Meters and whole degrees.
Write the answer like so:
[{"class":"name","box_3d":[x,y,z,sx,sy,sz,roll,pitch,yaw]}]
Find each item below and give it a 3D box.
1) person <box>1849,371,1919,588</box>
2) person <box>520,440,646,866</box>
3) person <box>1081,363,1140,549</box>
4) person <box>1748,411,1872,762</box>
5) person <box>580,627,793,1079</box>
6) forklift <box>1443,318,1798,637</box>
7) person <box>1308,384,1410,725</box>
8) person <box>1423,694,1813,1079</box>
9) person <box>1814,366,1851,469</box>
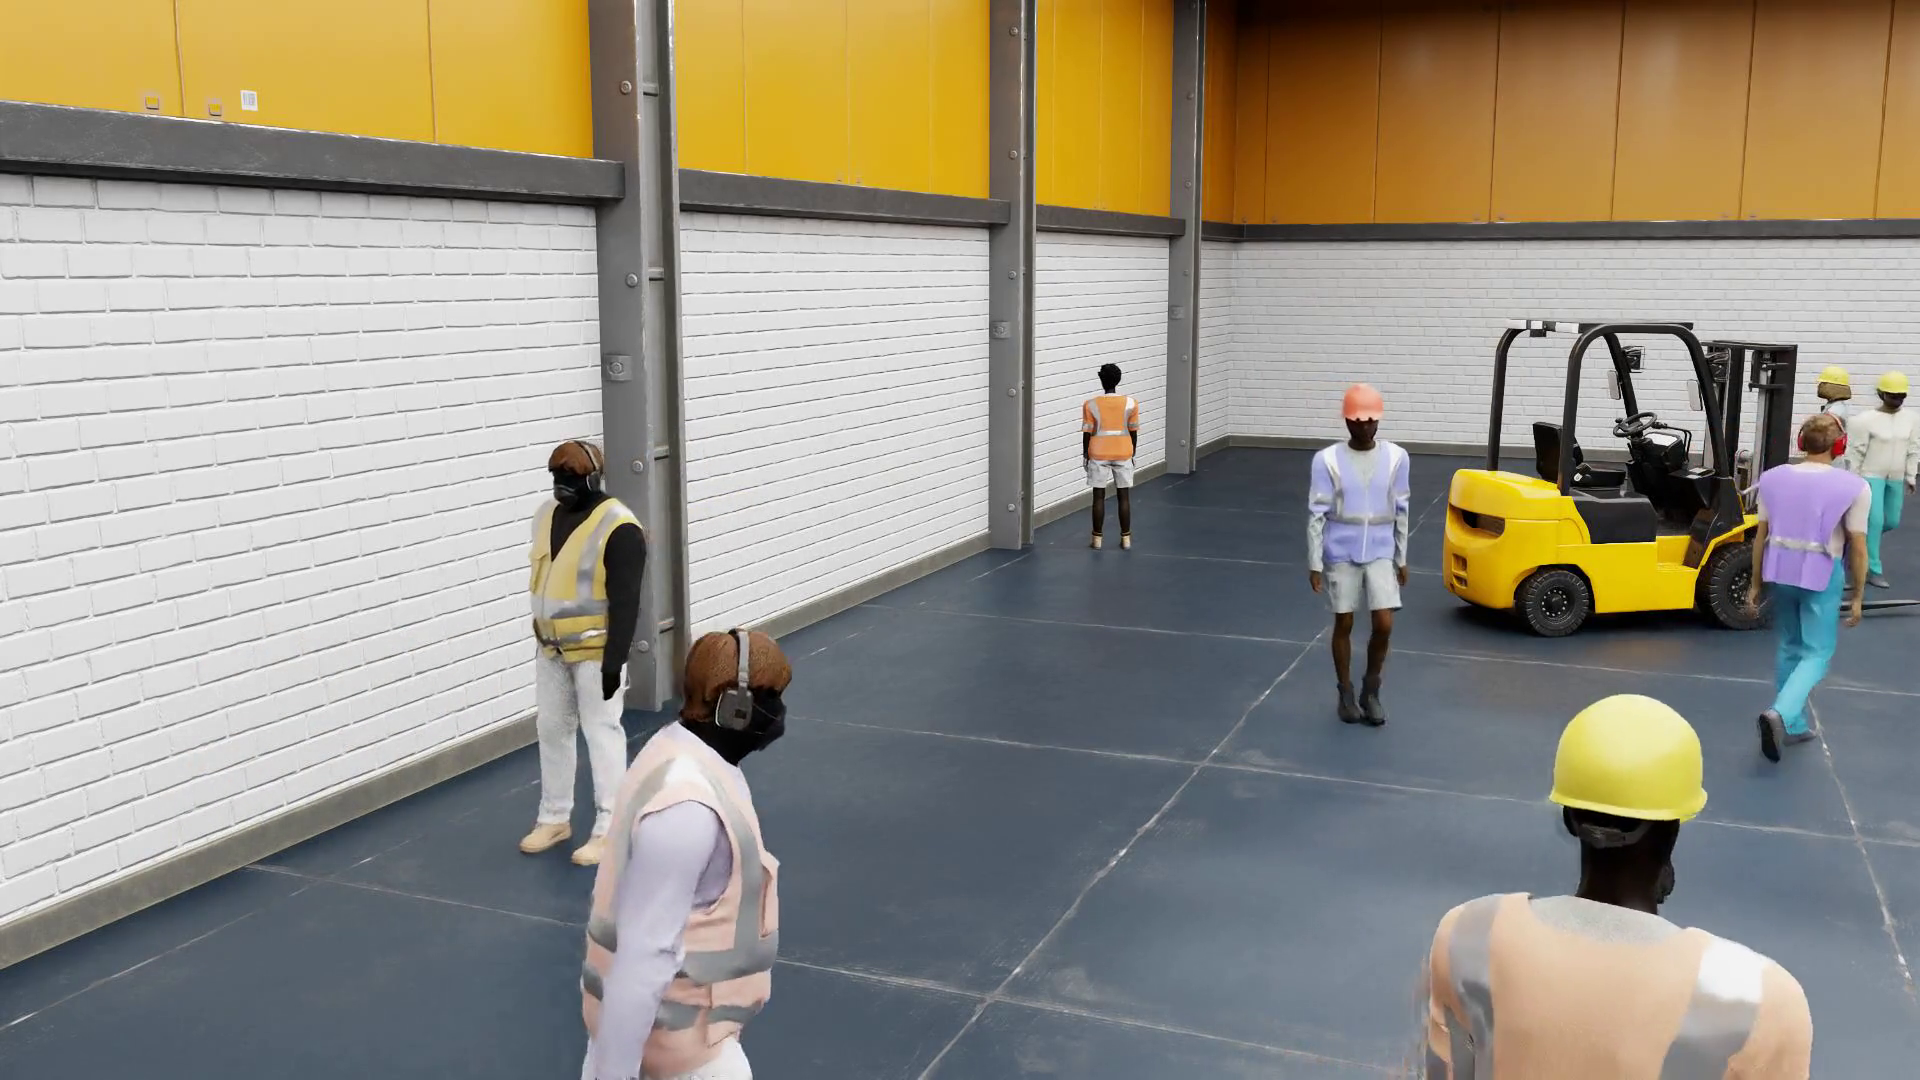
[{"class":"person","box_3d":[7.414,-0.518,13.473,0.525,1.738,0.675,-1,9,-5]},{"class":"person","box_3d":[-1.625,0.476,7.198,0.660,1.832,0.434,7,12,36]},{"class":"person","box_3d":[1.361,-0.752,15.067,0.534,1.694,0.319,0,9,-3]},{"class":"person","box_3d":[4.379,0.243,8.660,0.774,1.824,0.574,-7,12,-37]},{"class":"person","box_3d":[-0.653,1.076,3.798,1.040,1.761,0.628,-2,10,-14]},{"class":"forklift","box_3d":[4.706,-0.497,11.990,2.313,2.155,1.214,-2,10,-10]},{"class":"person","box_3d":[2.213,0.094,9.230,0.579,1.917,0.536,0,9,2]},{"class":"person","box_3d":[0.997,1.190,2.665,0.861,1.902,0.594,-9,13,-44]},{"class":"person","box_3d":[7.178,-0.570,13.790,0.286,1.746,0.490,5,11,28]}]
